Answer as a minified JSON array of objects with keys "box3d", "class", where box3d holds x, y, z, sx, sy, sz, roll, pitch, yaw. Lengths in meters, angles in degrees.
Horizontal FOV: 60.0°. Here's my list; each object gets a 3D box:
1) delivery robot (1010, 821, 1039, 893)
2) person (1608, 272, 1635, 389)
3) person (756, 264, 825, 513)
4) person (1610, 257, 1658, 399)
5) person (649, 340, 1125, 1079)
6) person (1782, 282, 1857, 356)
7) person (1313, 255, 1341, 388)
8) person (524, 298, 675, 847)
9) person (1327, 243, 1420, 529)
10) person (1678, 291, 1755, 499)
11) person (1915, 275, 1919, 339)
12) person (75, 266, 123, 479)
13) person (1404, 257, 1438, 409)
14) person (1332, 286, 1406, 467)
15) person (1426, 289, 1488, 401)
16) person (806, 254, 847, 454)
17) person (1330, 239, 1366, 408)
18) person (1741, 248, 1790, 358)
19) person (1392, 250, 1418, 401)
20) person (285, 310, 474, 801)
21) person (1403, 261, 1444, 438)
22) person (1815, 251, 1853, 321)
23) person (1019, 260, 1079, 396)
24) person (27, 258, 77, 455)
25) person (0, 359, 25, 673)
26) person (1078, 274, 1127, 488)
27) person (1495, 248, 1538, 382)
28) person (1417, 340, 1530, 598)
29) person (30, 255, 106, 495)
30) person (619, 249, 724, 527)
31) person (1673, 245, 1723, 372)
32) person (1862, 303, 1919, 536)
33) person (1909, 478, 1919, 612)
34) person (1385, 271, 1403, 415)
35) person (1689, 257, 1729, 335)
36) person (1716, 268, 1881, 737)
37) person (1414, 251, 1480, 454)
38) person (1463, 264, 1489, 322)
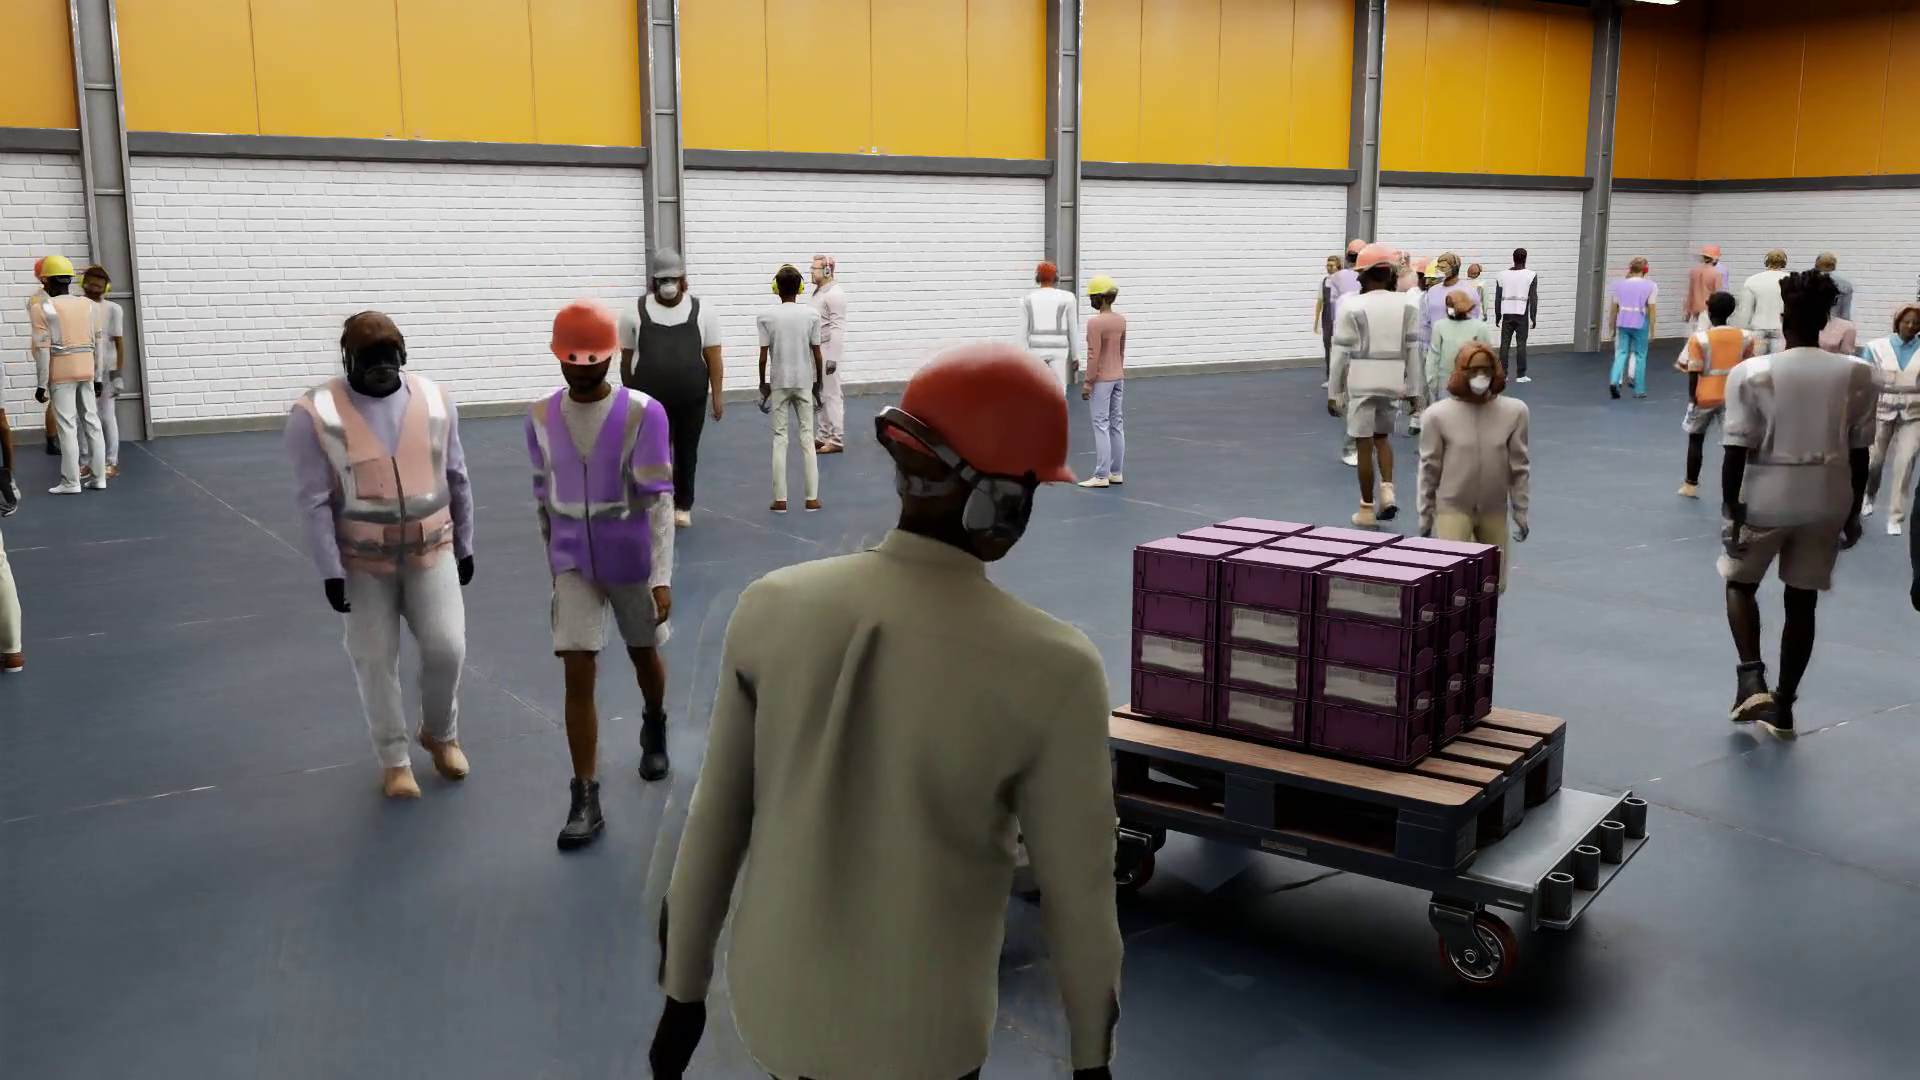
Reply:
[{"box3d":[0.072,0.867,4.940,0.707,0.478,0.477,-5,11,-23],"class":"delivery robot"},{"box3d":[9.147,-2.872,22.787,0.509,1.618,0.449,5,12,26],"class":"person"},{"box3d":[-1.274,-1.139,12.572,0.508,1.877,0.329,-2,10,-8],"class":"person"},{"box3d":[8.646,-2.715,21.355,0.720,1.826,0.574,-10,14,-44],"class":"person"},{"box3d":[-0.076,0.676,2.470,0.671,1.921,0.965,7,12,32],"class":"person"},{"box3d":[6.826,-1.211,13.269,0.544,1.753,0.364,4,11,22],"class":"person"},{"box3d":[5.099,-2.981,22.795,0.541,1.829,0.416,10,14,43],"class":"person"},{"box3d":[-1.259,0.062,6.008,0.558,1.883,1.007,1,10,4],"class":"person"},{"box3d":[2.935,-1.087,11.861,0.651,2.026,0.428,-2,11,-11],"class":"person"},{"box3d":[5.904,-1.099,12.922,0.519,1.664,0.768,1,10,4],"class":"person"},{"box3d":[13.992,-3.228,23.919,0.401,1.922,0.544,-9,13,-40],"class":"person"},{"box3d":[-7.386,-1.422,14.244,0.559,1.833,0.516,0,10,1],"class":"person"},{"box3d":[4.798,-2.069,17.731,1.016,1.870,0.579,6,12,28],"class":"person"},{"box3d":[3.723,-1.621,15.138,0.606,1.899,0.655,-1,10,-8],"class":"person"},{"box3d":[4.439,-1.434,14.904,0.530,1.617,0.372,7,12,32],"class":"person"},{"box3d":[-1.325,-1.794,16.064,0.410,1.913,0.643,-5,11,-24],"class":"person"},{"box3d":[4.770,-2.598,20.100,0.608,2.047,0.366,6,12,30],"class":"person"},{"box3d":[9.558,-2.459,19.632,0.635,1.937,0.352,4,11,23],"class":"person"},{"box3d":[5.595,-2.727,21.192,0.401,1.907,0.648,0,10,1],"class":"person"},{"box3d":[-2.093,0.070,6.110,0.653,1.820,0.457,-7,12,-32],"class":"person"},{"box3d":[4.872,-1.948,17.121,0.592,1.834,0.404,9,14,41],"class":"person"},{"box3d":[10.317,-2.493,19.914,0.635,1.913,0.859,2,10,9],"class":"person"},{"box3d":[0.848,-1.799,16.235,0.575,1.863,0.839,3,11,18],"class":"person"},{"box3d":[-8.626,-1.748,15.894,0.438,1.881,0.752,-1,10,-7],"class":"person"},{"box3d":[-4.720,-0.264,7.820,0.315,1.860,0.526,10,14,44],"class":"person"},{"box3d":[1.188,-1.314,13.834,0.313,1.768,0.522,8,13,36],"class":"person"},{"box3d":[7.973,-3.221,23.874,0.597,1.915,0.370,7,13,35],"class":"person"},{"box3d":[2.362,-0.128,7.732,0.508,1.616,0.550,0,10,-1],"class":"person"},{"box3d":[-7.217,-1.329,13.467,0.365,1.927,0.588,5,11,25],"class":"person"},{"box3d":[-1.996,-1.044,11.597,0.703,2.000,1.003,-2,11,-13],"class":"person"},{"box3d":[11.424,-3.541,25.551,1.026,1.953,0.631,-3,11,-15],"class":"person"},{"box3d":[6.614,-0.867,11.754,0.520,1.620,0.550,5,12,26],"class":"person"},{"box3d":[3.654,0.134,5.808,0.626,1.793,0.942,7,12,34],"class":"person"},{"box3d":[4.899,-2.285,19.383,0.498,1.681,0.554,-2,10,-9],"class":"person"},{"box3d":[12.786,-4.041,28.410,0.642,1.902,0.399,10,14,43],"class":"person"},{"box3d":[3.448,-0.144,6.902,0.614,1.950,0.413,2,11,13],"class":"person"},{"box3d":[4.617,-1.749,15.740,0.359,1.938,0.632,-5,12,-27],"class":"person"},{"box3d":[8.382,-3.688,27.190,0.511,1.641,0.307,9,13,39],"class":"person"}]
